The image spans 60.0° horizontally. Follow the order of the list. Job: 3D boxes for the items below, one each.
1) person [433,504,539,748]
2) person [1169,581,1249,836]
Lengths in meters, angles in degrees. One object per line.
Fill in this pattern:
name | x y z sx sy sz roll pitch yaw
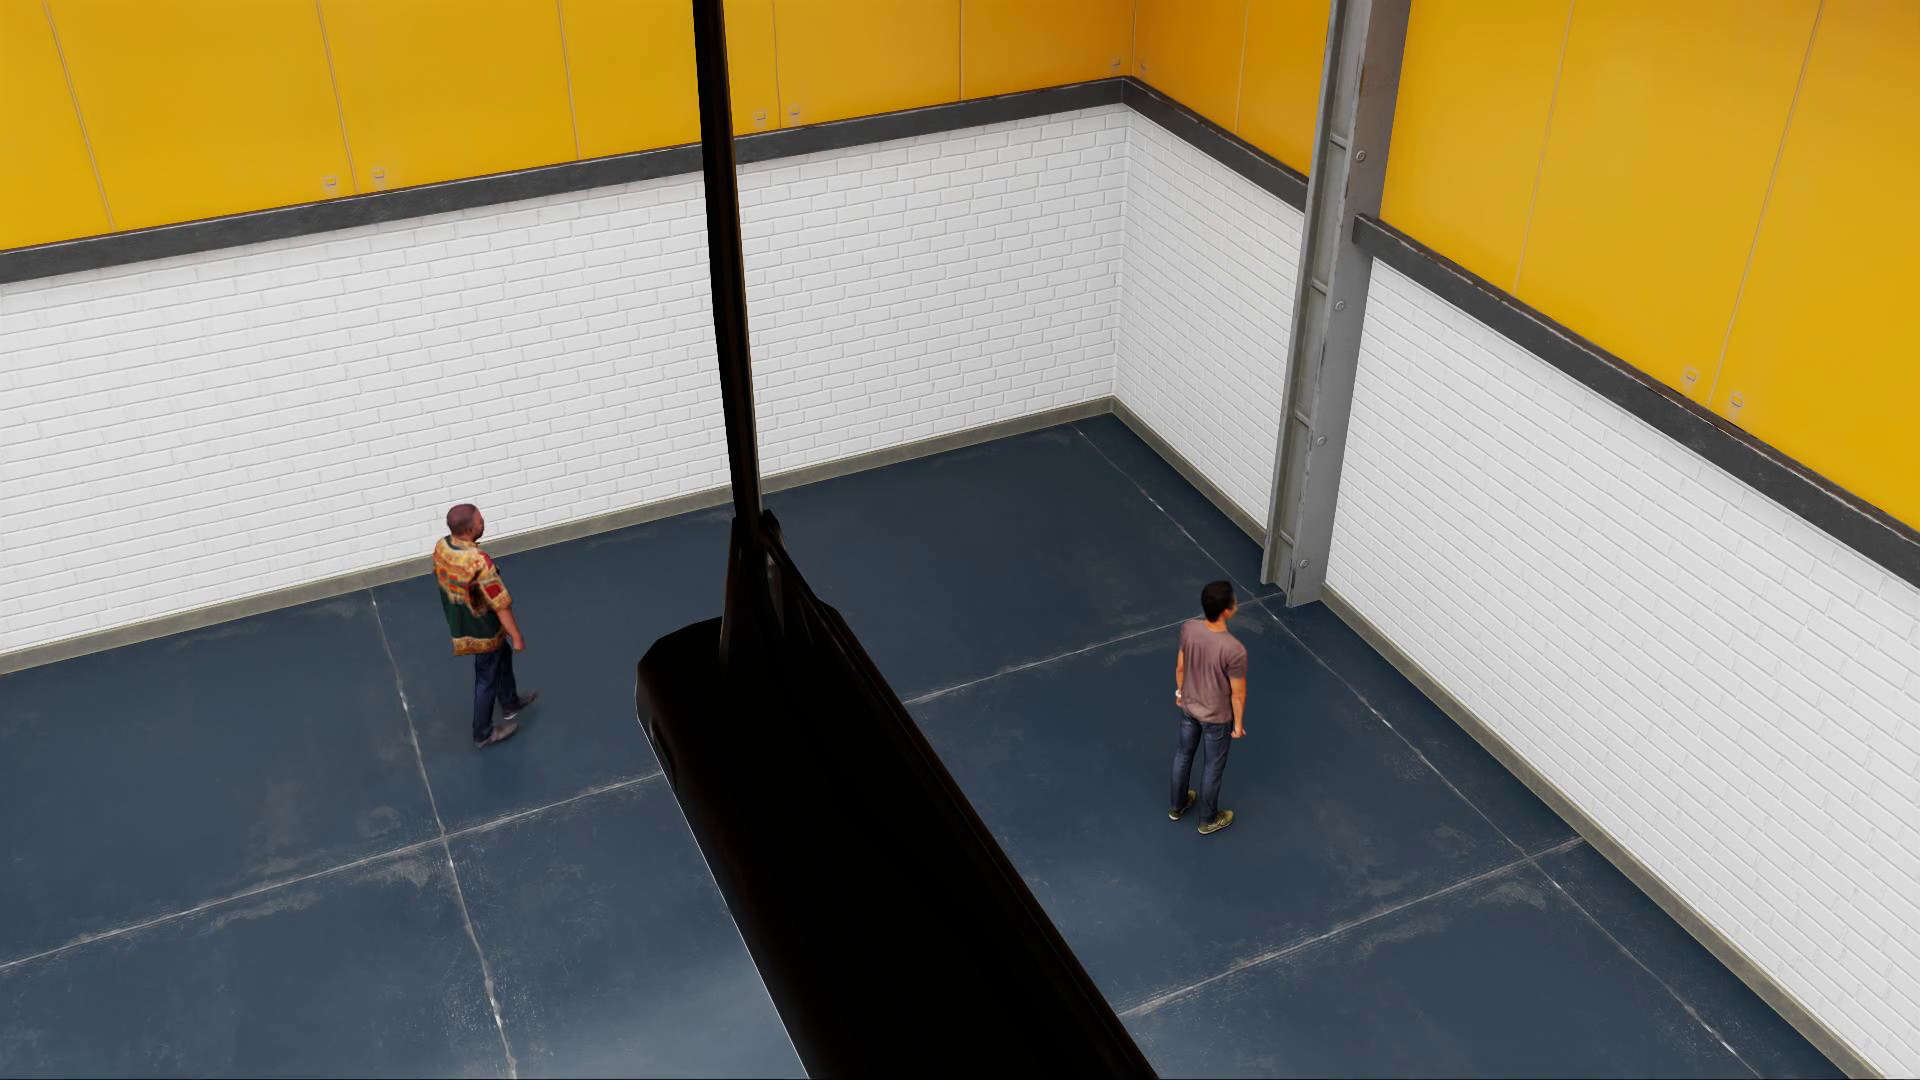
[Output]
person | -3.144 0.586 10.634 0.906 1.789 0.920 28 42 35
person | 1.482 1.007 10.010 0.615 1.778 0.763 27 42 35
